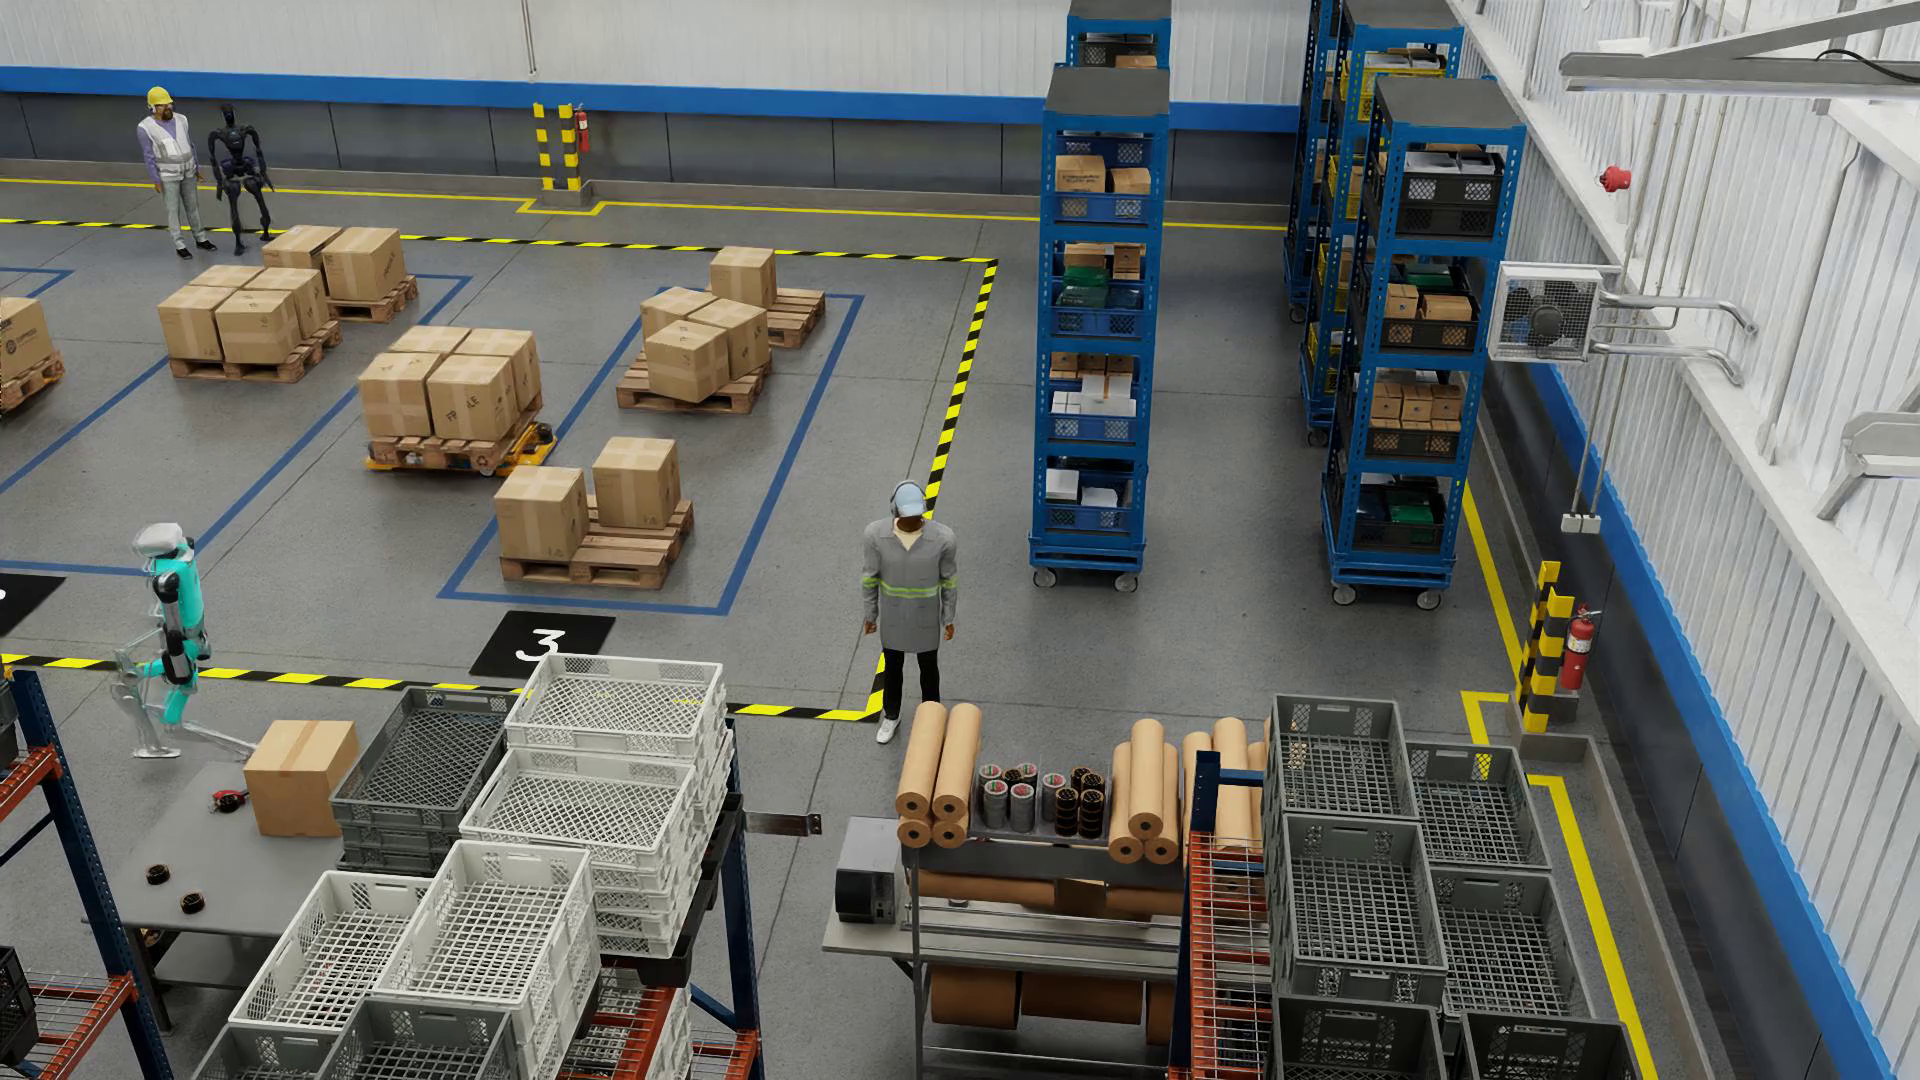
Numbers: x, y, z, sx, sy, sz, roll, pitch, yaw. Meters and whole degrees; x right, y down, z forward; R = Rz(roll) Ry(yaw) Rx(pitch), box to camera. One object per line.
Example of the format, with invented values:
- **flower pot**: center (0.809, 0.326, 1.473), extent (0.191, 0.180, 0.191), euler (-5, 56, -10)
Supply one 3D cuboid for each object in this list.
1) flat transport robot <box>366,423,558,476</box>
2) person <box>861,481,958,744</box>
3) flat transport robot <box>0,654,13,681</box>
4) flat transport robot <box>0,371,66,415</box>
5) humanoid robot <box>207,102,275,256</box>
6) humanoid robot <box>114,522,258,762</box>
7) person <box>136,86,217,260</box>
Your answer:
- **flat transport robot**: center (-4.197, -0.801, 14.021), extent (1.431, 0.197, 0.652), euler (3, 30, 6)
- **person**: center (-0.315, 0.461, 10.306), extent (0.596, 1.852, 0.378), euler (2, 30, 4)
- **flat transport robot**: center (-7.142, 0.969, 11.010), extent (1.431, 0.231, 0.659), euler (3, 30, 6)
- **flat transport robot**: center (-8.742, -1.304, 14.886), extent (0.652, 0.197, 1.431), euler (3, 30, 6)
- **humanoid robot**: center (-7.813, -3.948, 18.044), extent (0.584, 1.637, 0.381), euler (-20, 36, -31)
- **humanoid robot**: center (-4.842, 0.712, 10.037), extent (1.050, 1.768, 0.551), euler (-5, 31, -8)
- **person**: center (-8.441, -3.959, 17.914), extent (0.404, 1.837, 0.589), euler (18, 35, 28)
